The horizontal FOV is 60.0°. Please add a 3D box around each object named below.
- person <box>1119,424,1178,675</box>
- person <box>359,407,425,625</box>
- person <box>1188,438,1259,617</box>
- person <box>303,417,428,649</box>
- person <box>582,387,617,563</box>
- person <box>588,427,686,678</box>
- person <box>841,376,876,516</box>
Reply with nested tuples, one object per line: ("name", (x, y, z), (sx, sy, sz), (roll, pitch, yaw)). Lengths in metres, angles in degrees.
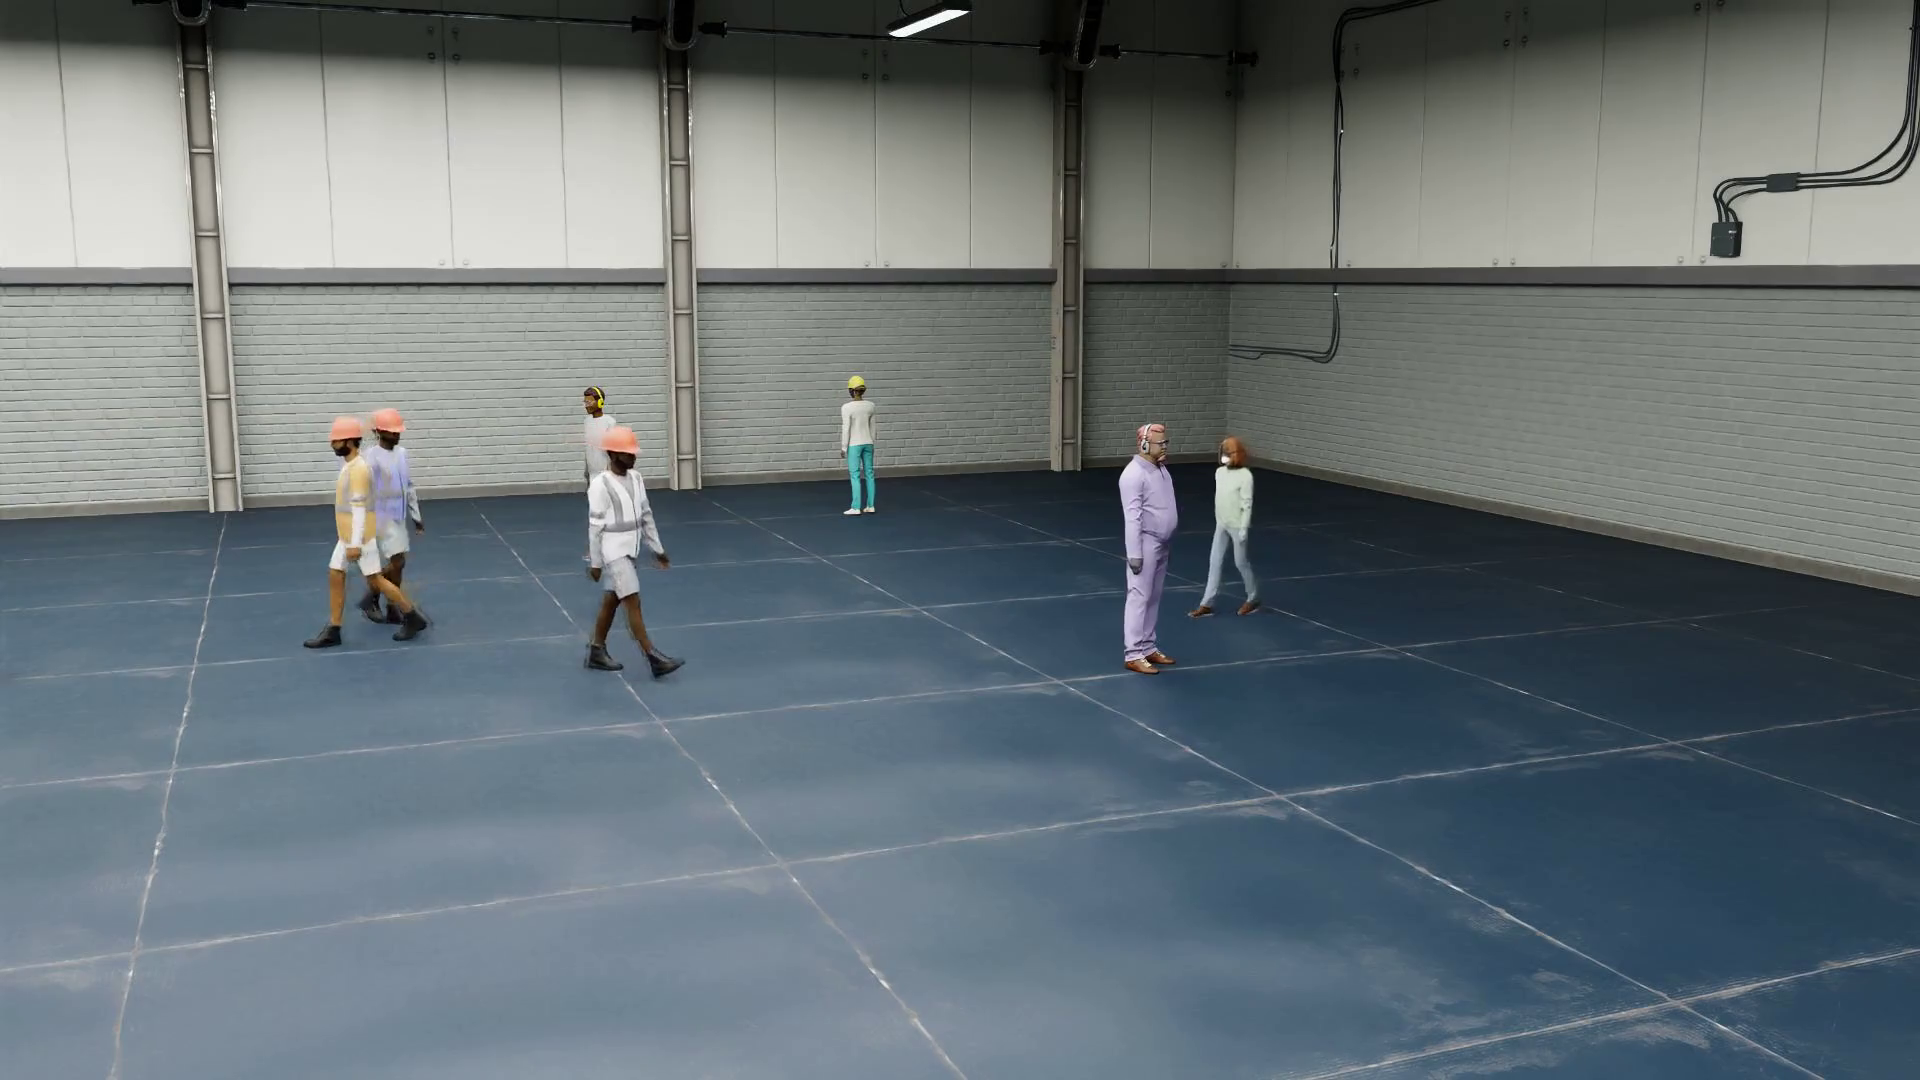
("person", (1.467, 0.058, 12.769), (0.408, 1.906, 0.651), (5, 10, 27))
("person", (-4.894, -0.190, 14.323), (0.432, 1.918, 0.567), (2, 9, 13))
("person", (2.401, -0.110, 14.772), (0.703, 1.603, 0.521), (-6, 11, -31))
("person", (-4.878, -0.072, 13.624), (0.962, 1.903, 0.555), (-5, 10, -29))
("person", (-3.810, -0.688, 17.614), (0.513, 1.864, 0.311), (7, 11, 38))
("person", (-2.468, 0.094, 12.574), (0.965, 1.887, 0.572), (3, 10, 21))
("person", (-1.292, -1.191, 21.051), (0.526, 1.769, 0.328), (-7, 12, -39))
